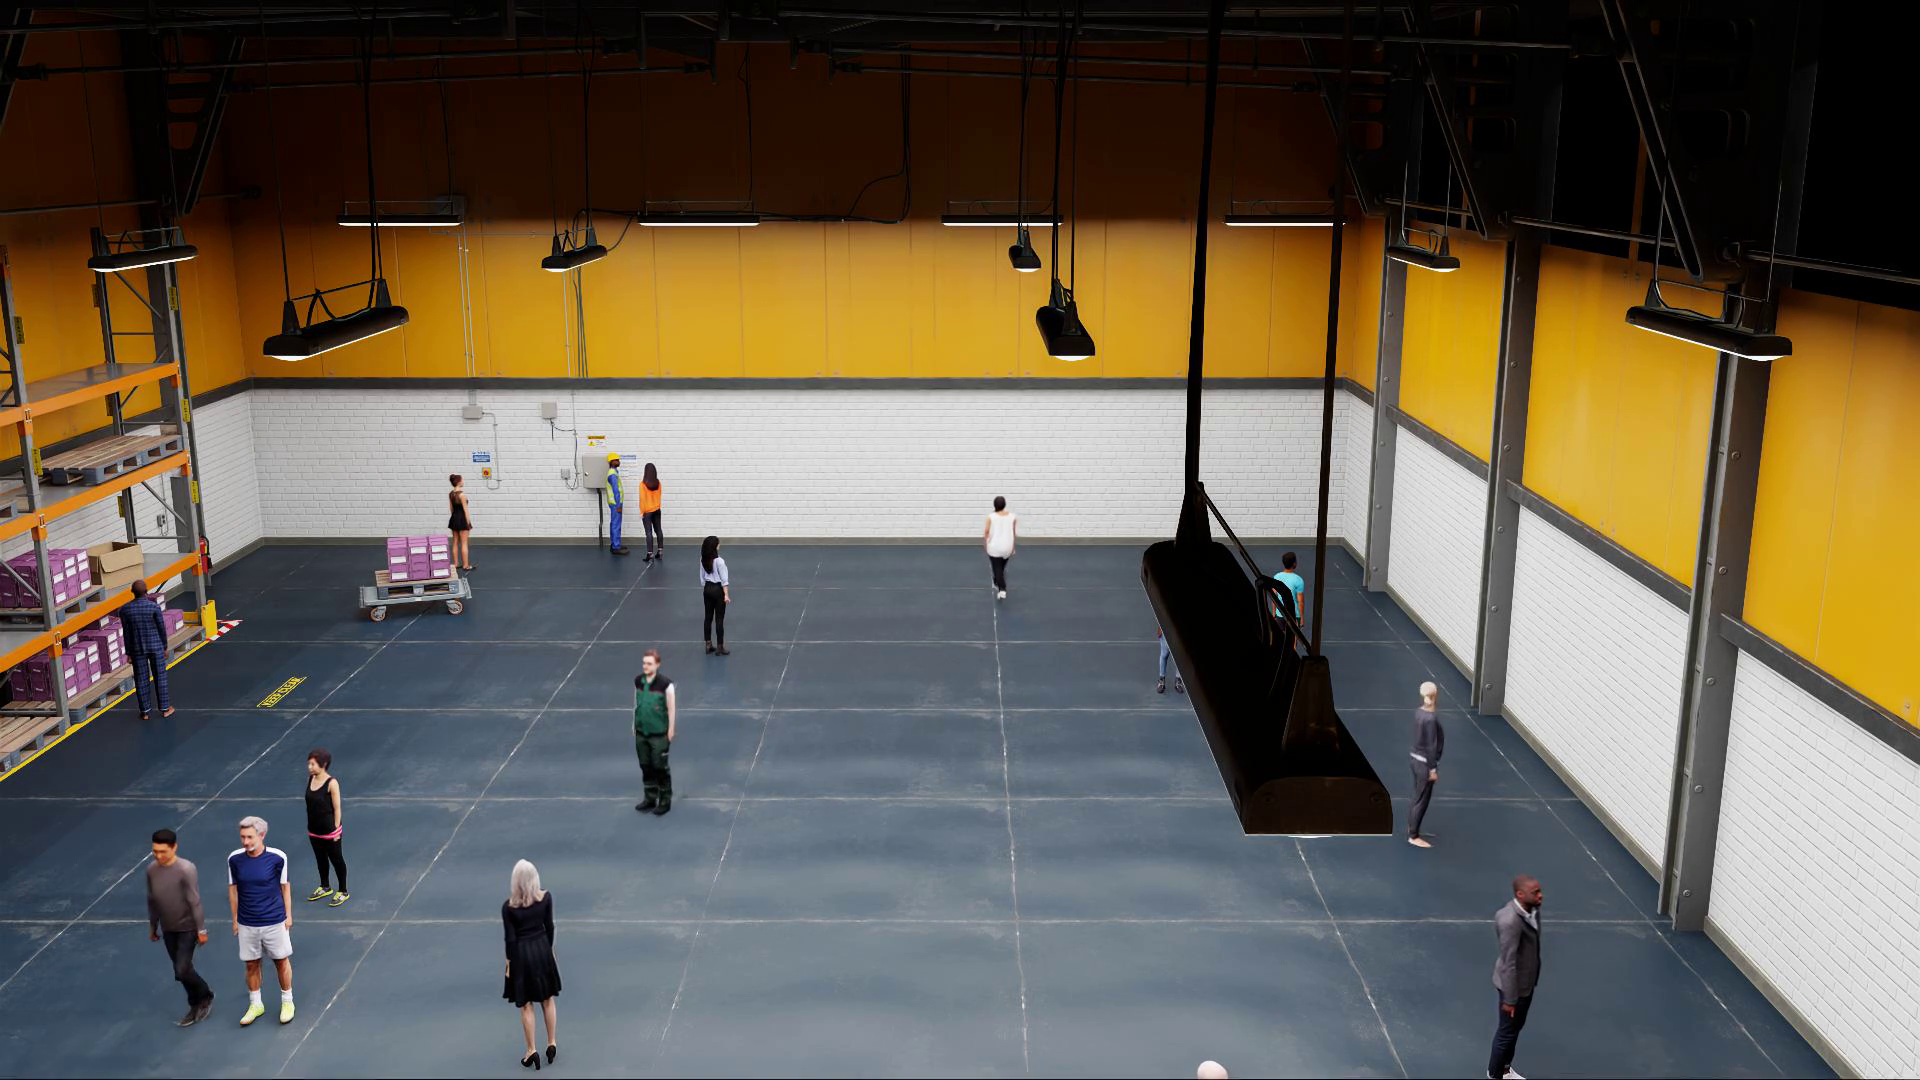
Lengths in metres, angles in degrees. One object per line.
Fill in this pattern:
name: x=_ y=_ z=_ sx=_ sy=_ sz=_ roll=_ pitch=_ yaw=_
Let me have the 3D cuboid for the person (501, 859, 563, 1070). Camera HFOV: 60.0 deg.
person: x=-3.400 y=3.348 z=13.175 sx=0.701 sy=1.747 sz=0.738 roll=-10 pitch=17 yaw=-35

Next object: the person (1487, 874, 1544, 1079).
person: x=4.263 y=3.407 z=12.786 sx=0.863 sy=1.816 sz=0.747 roll=9 pitch=16 yaw=34

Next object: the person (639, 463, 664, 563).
person: x=-5.387 y=-0.498 z=29.053 sx=0.767 sy=1.749 sz=0.688 roll=11 pitch=17 yaw=38

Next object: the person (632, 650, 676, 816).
person: x=-3.360 y=2.075 z=18.228 sx=0.753 sy=1.843 sz=0.771 roll=7 pitch=15 yaw=26

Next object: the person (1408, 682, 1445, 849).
person: x=4.849 y=2.335 z=17.448 sx=0.766 sy=1.704 sz=0.509 roll=2 pitch=14 yaw=8

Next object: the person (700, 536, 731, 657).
person: x=-3.515 y=0.783 z=23.773 sx=0.731 sy=1.744 sz=0.748 roll=9 pitch=16 yaw=33

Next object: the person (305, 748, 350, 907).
person: x=-6.134 y=2.748 z=16.067 sx=0.619 sy=1.553 sz=0.632 roll=7 pitch=15 yaw=27

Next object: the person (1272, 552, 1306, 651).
person: x=4.467 y=1.032 z=22.678 sx=0.695 sy=1.777 sz=0.724 roll=10 pitch=17 yaw=37

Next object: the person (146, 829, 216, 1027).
person: x=-6.421 y=3.183 z=13.843 sx=0.756 sy=1.753 sz=0.779 roll=0 pitch=14 yaw=2

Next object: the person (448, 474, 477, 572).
person: x=-8.561 y=-0.310 z=28.439 sx=0.682 sy=1.673 sz=0.727 roll=10 pitch=17 yaw=35

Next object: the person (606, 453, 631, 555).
person: x=-6.134 y=-0.668 z=29.618 sx=0.779 sy=1.813 sz=0.615 roll=-4 pitch=14 yaw=-14

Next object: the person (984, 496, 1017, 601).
person: x=0.638 y=0.154 z=26.578 sx=0.920 sy=1.647 sz=1.221 roll=-5 pitch=14 yaw=-20

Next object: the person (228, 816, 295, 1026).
person: x=-5.805 y=3.141 z=13.841 sx=0.650 sy=1.837 sz=0.562 roll=-2 pitch=14 yaw=-7

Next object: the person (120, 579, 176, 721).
person: x=-10.343 y=1.378 z=21.158 sx=0.744 sy=1.819 sz=0.727 roll=-5 pitch=15 yaw=-21
